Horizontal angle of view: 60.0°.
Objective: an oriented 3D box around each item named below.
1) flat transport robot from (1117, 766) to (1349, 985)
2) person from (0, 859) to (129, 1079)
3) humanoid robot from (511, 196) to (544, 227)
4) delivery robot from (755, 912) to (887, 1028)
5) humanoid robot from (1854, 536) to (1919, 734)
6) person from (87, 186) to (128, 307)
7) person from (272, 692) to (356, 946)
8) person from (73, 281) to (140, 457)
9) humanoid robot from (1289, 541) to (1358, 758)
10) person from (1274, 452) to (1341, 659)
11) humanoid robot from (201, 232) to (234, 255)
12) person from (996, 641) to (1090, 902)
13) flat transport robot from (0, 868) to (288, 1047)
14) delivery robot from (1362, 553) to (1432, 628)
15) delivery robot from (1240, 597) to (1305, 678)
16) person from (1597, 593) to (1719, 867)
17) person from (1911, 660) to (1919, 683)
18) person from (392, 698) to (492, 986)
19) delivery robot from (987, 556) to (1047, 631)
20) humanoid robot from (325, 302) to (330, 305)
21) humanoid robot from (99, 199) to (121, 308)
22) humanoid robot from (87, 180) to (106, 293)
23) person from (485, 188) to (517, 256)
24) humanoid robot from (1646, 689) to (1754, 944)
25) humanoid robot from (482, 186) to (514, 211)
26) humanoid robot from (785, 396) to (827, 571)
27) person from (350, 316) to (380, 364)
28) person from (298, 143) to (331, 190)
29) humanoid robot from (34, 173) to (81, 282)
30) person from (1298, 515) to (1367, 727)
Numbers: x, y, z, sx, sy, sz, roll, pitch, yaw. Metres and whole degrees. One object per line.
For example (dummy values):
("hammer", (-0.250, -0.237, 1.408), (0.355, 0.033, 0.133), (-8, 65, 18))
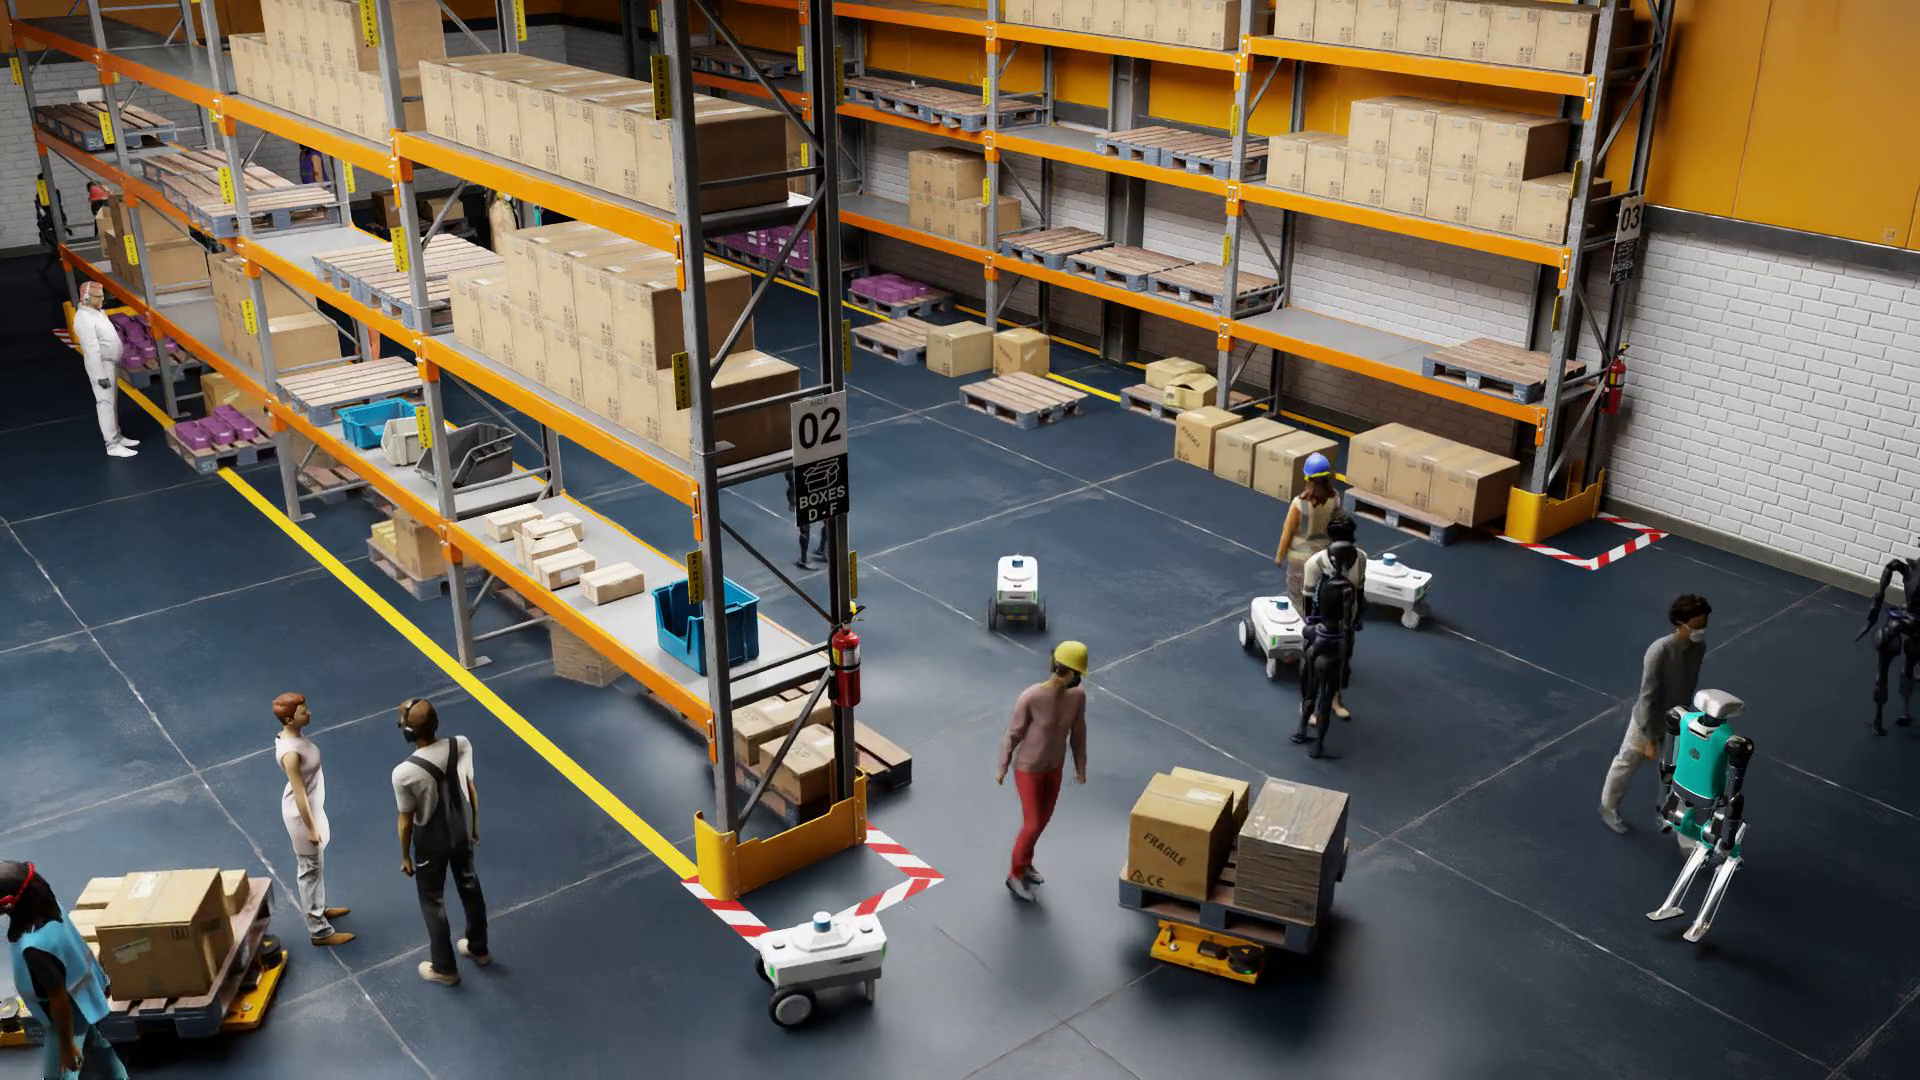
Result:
("flat transport robot", (1.731, 2.241, 10.455), (0.659, 0.231, 1.431), (10, 25, 22))
("person", (-4.414, 2.368, 8.182), (0.441, 1.847, 0.653), (-10, 25, -22))
("humanoid robot", (-6.655, -5.195, 25.887), (0.551, 1.756, 1.047), (-13, 27, -28))
("delivery robot", (-0.827, 2.443, 9.649), (0.785, 0.613, 0.518), (-7, 24, -15))
("humanoid robot", (6.993, 0.667, 12.324), (0.591, 1.650, 0.347), (4, 24, 9))
("person", (-11.951, -4.092, 23.273), (0.577, 1.728, 0.582), (-10, 25, -22))
("person", (-3.924, 1.665, 10.030), (0.285, 1.661, 0.445), (-9, 25, -20))
("person", (-9.173, -1.844, 17.859), (0.410, 1.901, 0.638), (-8, 25, -18))
("humanoid robot", (2.654, 0.779, 12.064), (0.334, 1.664, 0.609), (-5, 24, -12))
("person", (2.807, 0.109, 13.496), (0.500, 1.760, 0.468), (-6, 24, -14))
("humanoid robot", (-9.994, -3.898, 22.821), (1.018, 1.732, 0.543), (13, 26, 27))
("person", (0.535, 1.437, 10.490), (0.595, 1.707, 0.487), (-16, 28, -33))
("flat transport robot", (-4.721, 2.600, 9.623), (1.431, 0.231, 0.659), (-2, 23, -5))
("delivery robot", (3.658, 0.397, 14.344), (0.753, 0.579, 0.499), (14, 27, 30))
("delivery robot", (2.604, 0.752, 13.563), (0.499, 0.612, 0.815), (-2, 23, -4))
("person", (4.623, 1.223, 10.817), (0.558, 1.844, 0.990), (-8, 25, -18))
("person", (7.814, 0.262, 12.955), (0.547, 1.925, 0.387), (13, 27, 28))
("person", (-3.002, 1.741, 9.645), (0.349, 1.837, 0.504), (19, 30, 37))
("delivery robot", (0.492, 0.433, 14.280), (0.499, 0.595, 0.781), (1, 23, 2))
("humanoid robot", (-9.187, -4.067, 23.328), (0.760, 1.627, 0.603), (7, 24, 16))
("humanoid robot", (-11.554, -3.888, 22.928), (0.745, 1.633, 0.611), (-16, 28, -32))
("humanoid robot", (-12.269, -4.378, 24.079), (0.669, 1.650, 0.616), (-21, 31, -40))
("person", (-6.287, -4.020, 22.942), (0.390, 1.870, 0.559), (3, 23, 6))
("humanoid robot", (4.515, 1.597, 9.925), (0.735, 1.677, 0.533), (-14, 27, -29))
("humanoid robot", (-7.406, -5.672, 26.914), (0.934, 1.758, 0.552), (16, 28, 33))
("humanoid robot", (-1.378, -0.526, 15.073), (0.340, 1.648, 0.586), (14, 27, 29))
("person", (-7.153, -2.697, 20.012), (0.503, 1.758, 0.334), (13, 27, 27))
("person", (-10.313, -5.631, 26.605), (0.429, 1.924, 0.528), (-18, 29, -36))
("humanoid robot", (-13.531, -4.638, 24.682), (0.750, 1.644, 0.613), (4, 24, 9))
("person", (2.791, 0.591, 12.475), (0.533, 1.693, 0.320), (-9, 25, -19))
